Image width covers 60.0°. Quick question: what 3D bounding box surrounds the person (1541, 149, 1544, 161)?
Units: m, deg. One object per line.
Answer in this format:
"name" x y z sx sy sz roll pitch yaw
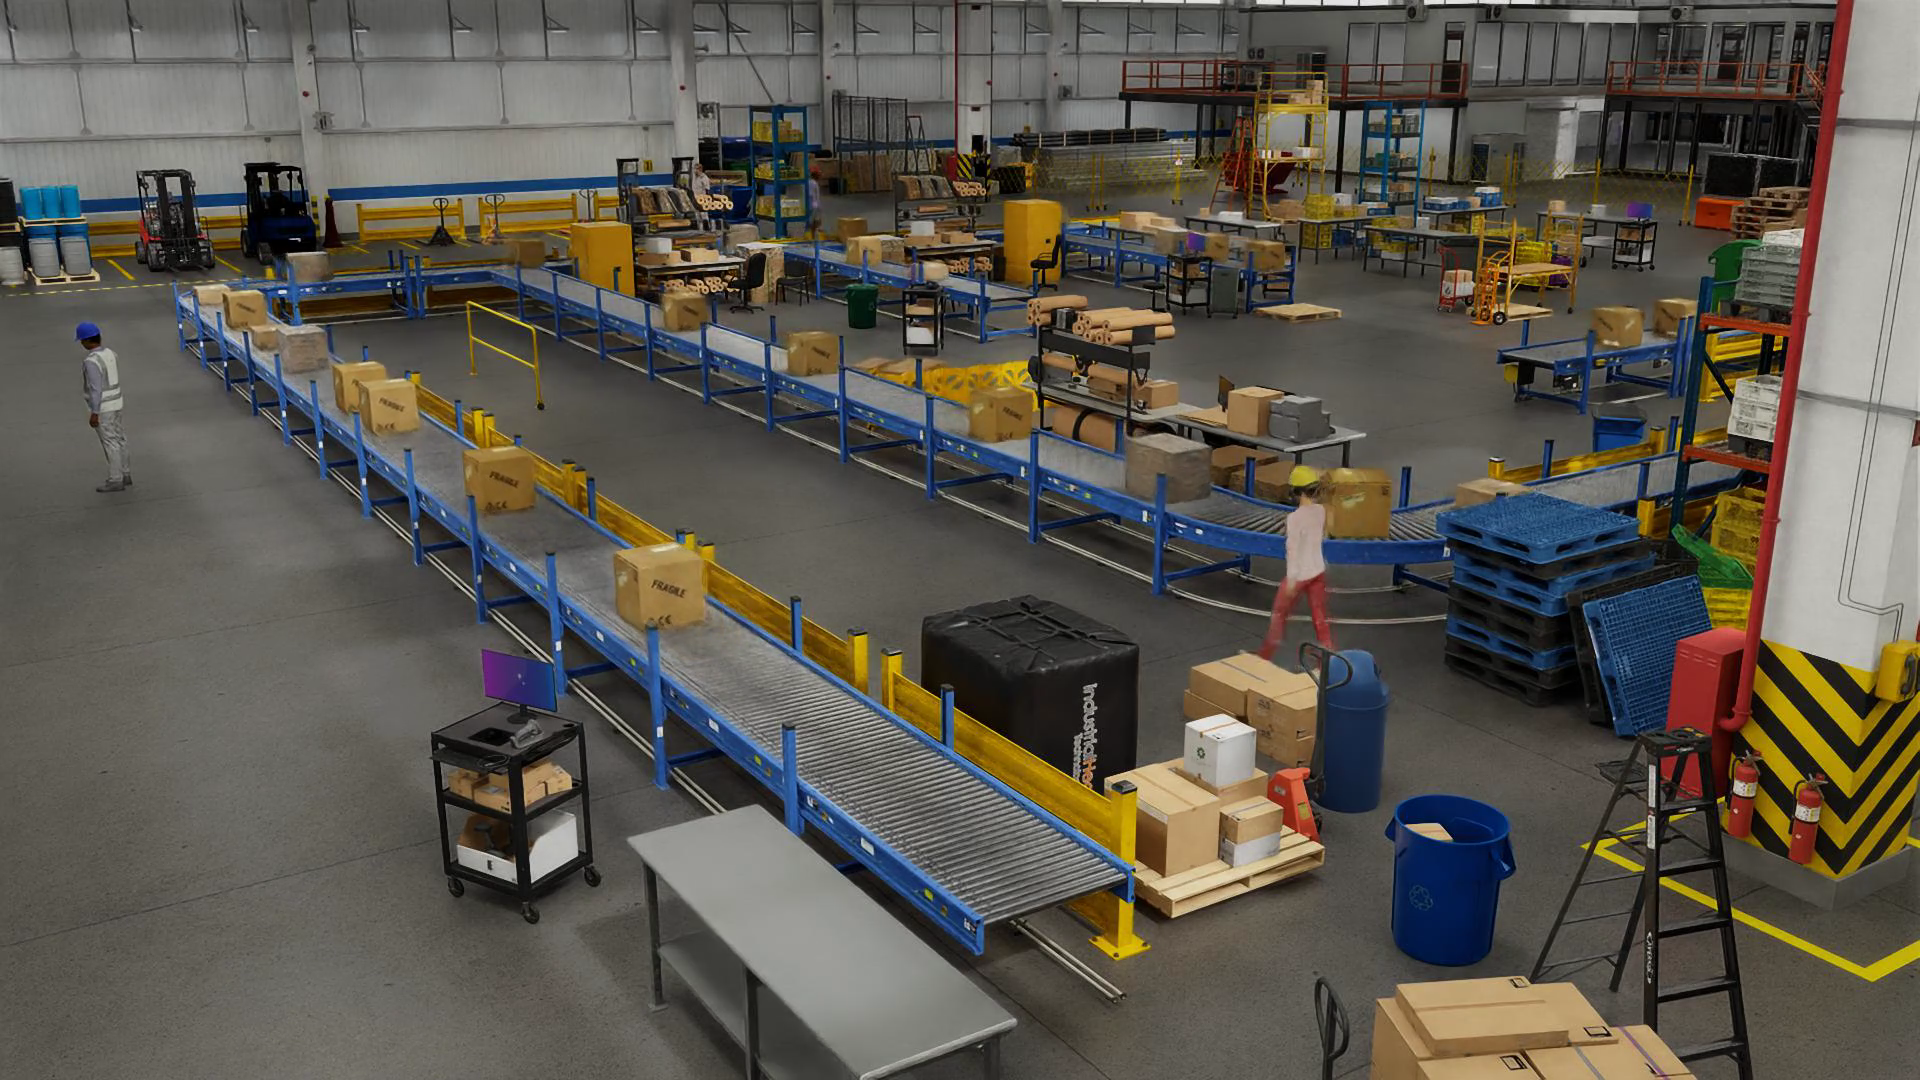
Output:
"person" 21.833 -14.489 62.558 0.497 1.626 0.288 9 19 28

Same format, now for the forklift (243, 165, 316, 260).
"forklift" -15.898 -7.669 38.708 1.157 1.987 2.680 -11 20 -33

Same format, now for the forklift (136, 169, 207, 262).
"forklift" -17.842 -7.318 37.559 1.157 1.987 2.680 -10 20 -31

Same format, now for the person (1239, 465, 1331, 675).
"person" 2.684 0.248 13.354 0.545 1.726 0.852 -15 23 -41

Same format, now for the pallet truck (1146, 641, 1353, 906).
"pallet truck" 1.664 1.407 10.232 1.630 1.274 0.653 -10 20 -31

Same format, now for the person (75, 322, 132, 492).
"person" -9.702 -1.510 18.846 0.398 1.939 0.602 -2 17 -5

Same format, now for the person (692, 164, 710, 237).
"person" -6.759 -8.798 43.157 0.403 1.904 0.651 -14 22 -40

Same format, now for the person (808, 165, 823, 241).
"person" -3.586 -8.267 41.193 0.424 2.026 0.607 1 17 2

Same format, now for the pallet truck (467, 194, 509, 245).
"pallet truck" -11.983 -8.177 42.137 0.704 1.261 1.522 -11 20 -33

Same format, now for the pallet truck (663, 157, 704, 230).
"pallet truck" -7.586 -9.308 44.692 0.823 1.965 1.885 -11 20 -33

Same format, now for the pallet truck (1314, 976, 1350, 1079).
"pallet truck" 2.299 2.390 7.086 1.601 1.201 0.680 -2 17 -7

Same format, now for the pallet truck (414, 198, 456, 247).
"pallet truck" -13.250 -8.060 41.856 0.680 1.201 1.601 -10 20 -31

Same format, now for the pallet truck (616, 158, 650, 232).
"pallet truck" -8.918 -9.176 44.255 0.823 1.965 1.885 -9 19 -27

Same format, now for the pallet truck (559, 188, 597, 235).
"pallet truck" -10.010 -8.652 43.699 0.653 1.274 1.630 -10 20 -31
